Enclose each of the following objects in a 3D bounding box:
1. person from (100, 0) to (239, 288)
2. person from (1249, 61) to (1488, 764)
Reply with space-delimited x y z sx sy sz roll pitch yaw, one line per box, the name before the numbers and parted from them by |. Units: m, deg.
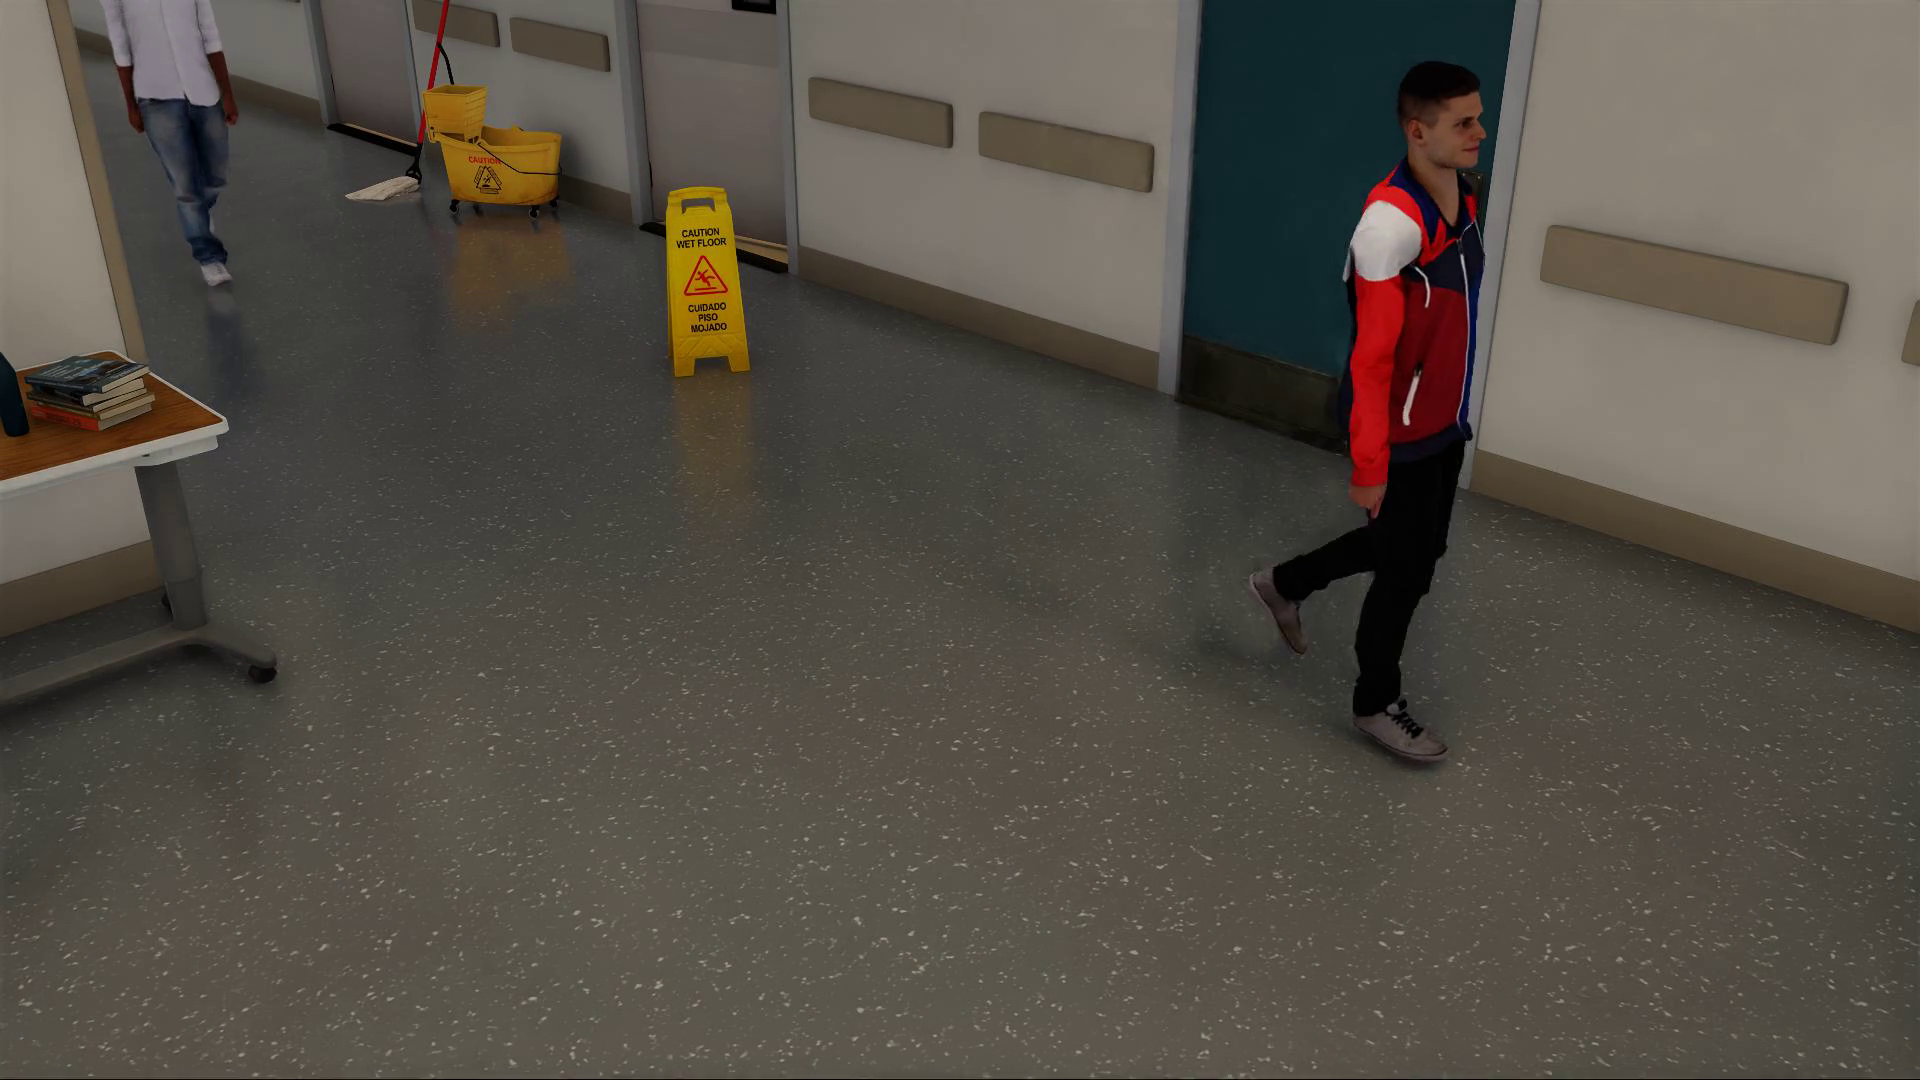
person | -3.754 -2.158 7.972 0.770 1.788 1.143 -17 30 -31
person | 1.050 -0.308 4.193 0.920 1.739 0.696 19 32 35
